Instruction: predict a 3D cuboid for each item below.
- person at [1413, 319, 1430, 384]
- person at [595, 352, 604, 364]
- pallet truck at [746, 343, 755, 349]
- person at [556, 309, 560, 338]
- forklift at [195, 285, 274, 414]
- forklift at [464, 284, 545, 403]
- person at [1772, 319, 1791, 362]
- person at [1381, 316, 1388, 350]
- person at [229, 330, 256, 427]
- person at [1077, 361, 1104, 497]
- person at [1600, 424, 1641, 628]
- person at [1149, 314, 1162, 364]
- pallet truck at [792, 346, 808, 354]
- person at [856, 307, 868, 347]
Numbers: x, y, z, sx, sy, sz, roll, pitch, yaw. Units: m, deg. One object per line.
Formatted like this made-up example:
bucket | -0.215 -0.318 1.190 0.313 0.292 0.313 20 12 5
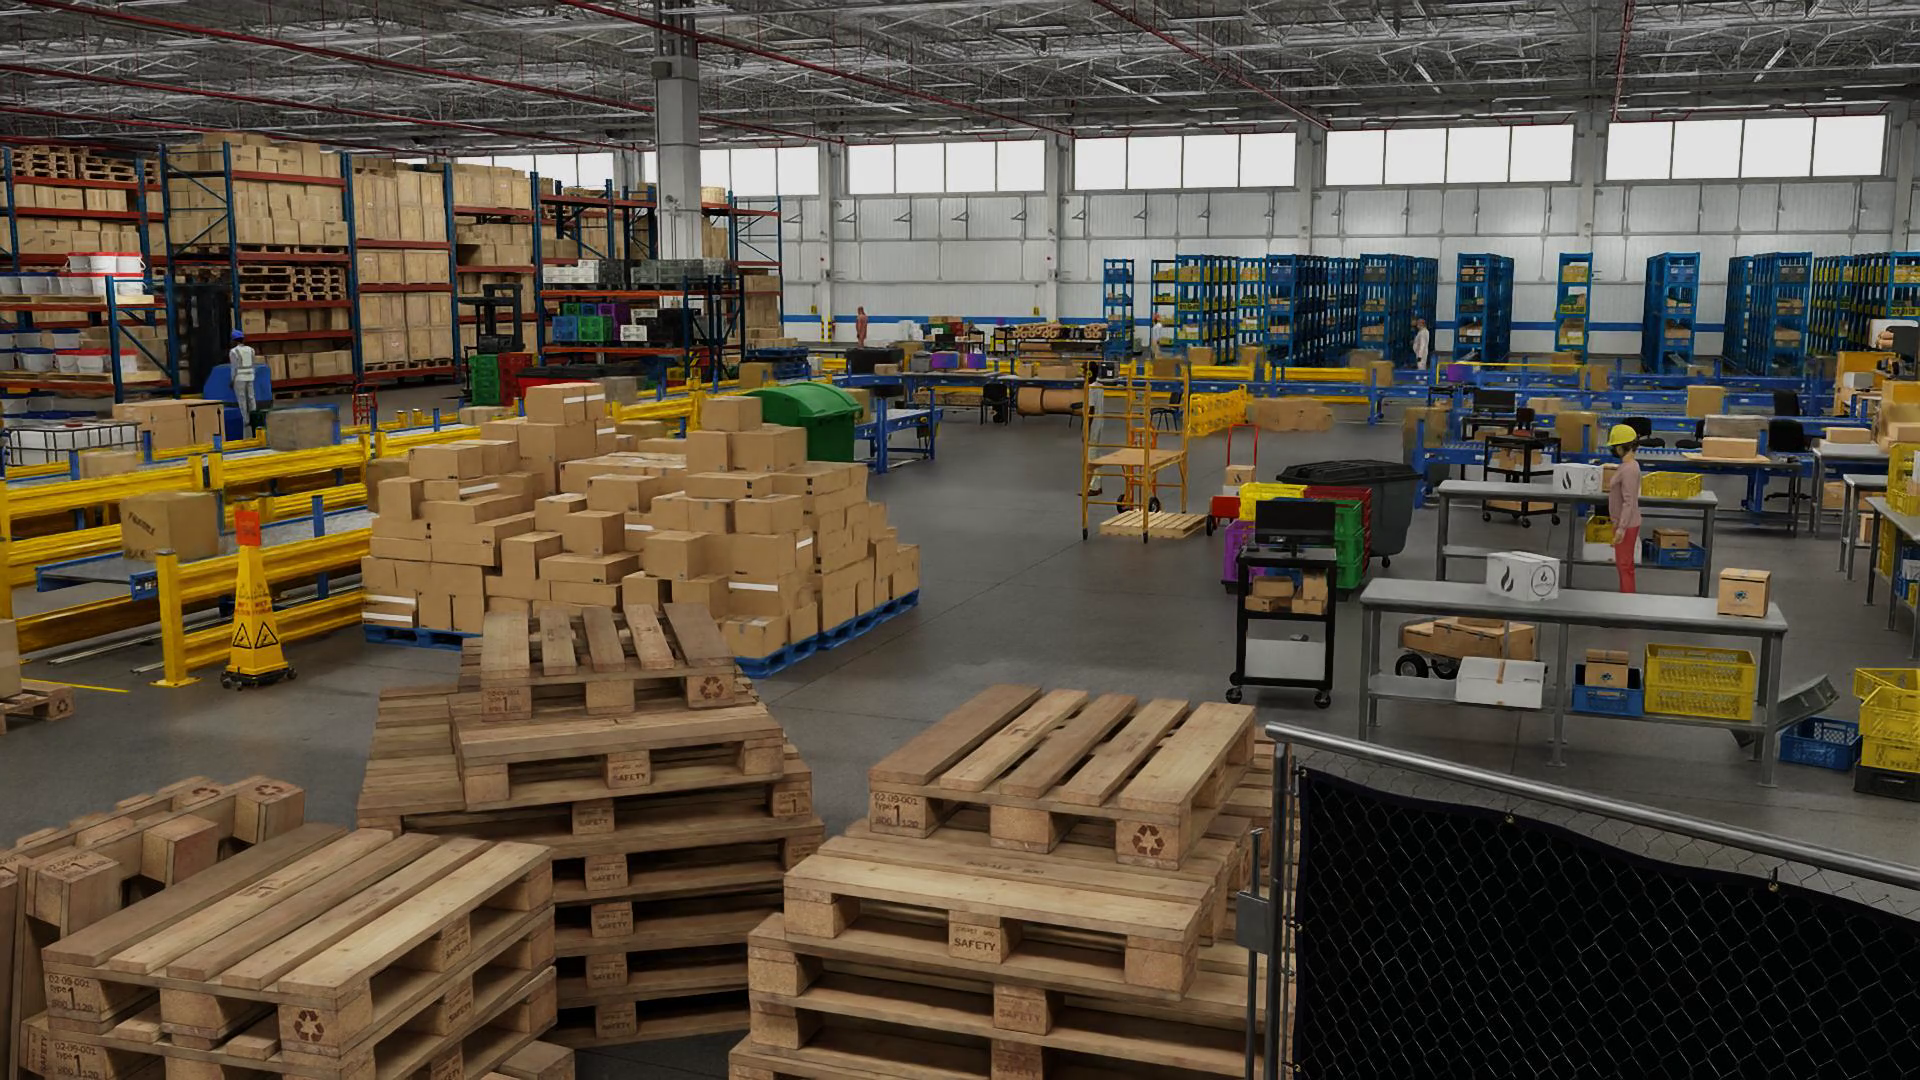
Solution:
person | 12.058 -4.839 43.540 0.408 1.903 0.638 3 10 21
person | -11.203 -6.077 51.559 0.403 1.823 0.588 3 10 21
pallet truck | -6.183 -4.618 44.264 1.601 1.201 0.680 -9 12 -43
person | -14.419 -7.450 60.177 0.403 1.823 0.588 3 10 21
forklift | -16.054 -4.125 35.992 1.873 2.768 1.129 1 9 5
forklift | -10.832 -4.702 39.610 1.129 2.768 1.873 3 10 20
person | 28.280 -6.975 57.269 0.822 1.808 0.587 1 9 9
person | 13.221 -6.106 51.690 0.390 1.838 0.563 3 10 21
person | -14.336 -3.214 33.218 0.399 1.939 0.602 3 10 21
person | 1.802 -1.518 22.807 0.329 1.865 0.514 3 10 21
person | 5.697 -0.116 14.334 0.324 1.760 0.523 3 10 21
person | 6.669 -6.817 56.468 0.407 1.732 0.588 -2 9 -14
pallet truck | -3.705 -4.298 42.022 0.653 1.274 1.630 3 10 20
person | -3.579 -7.498 60.240 0.408 1.903 0.638 3 10 21
